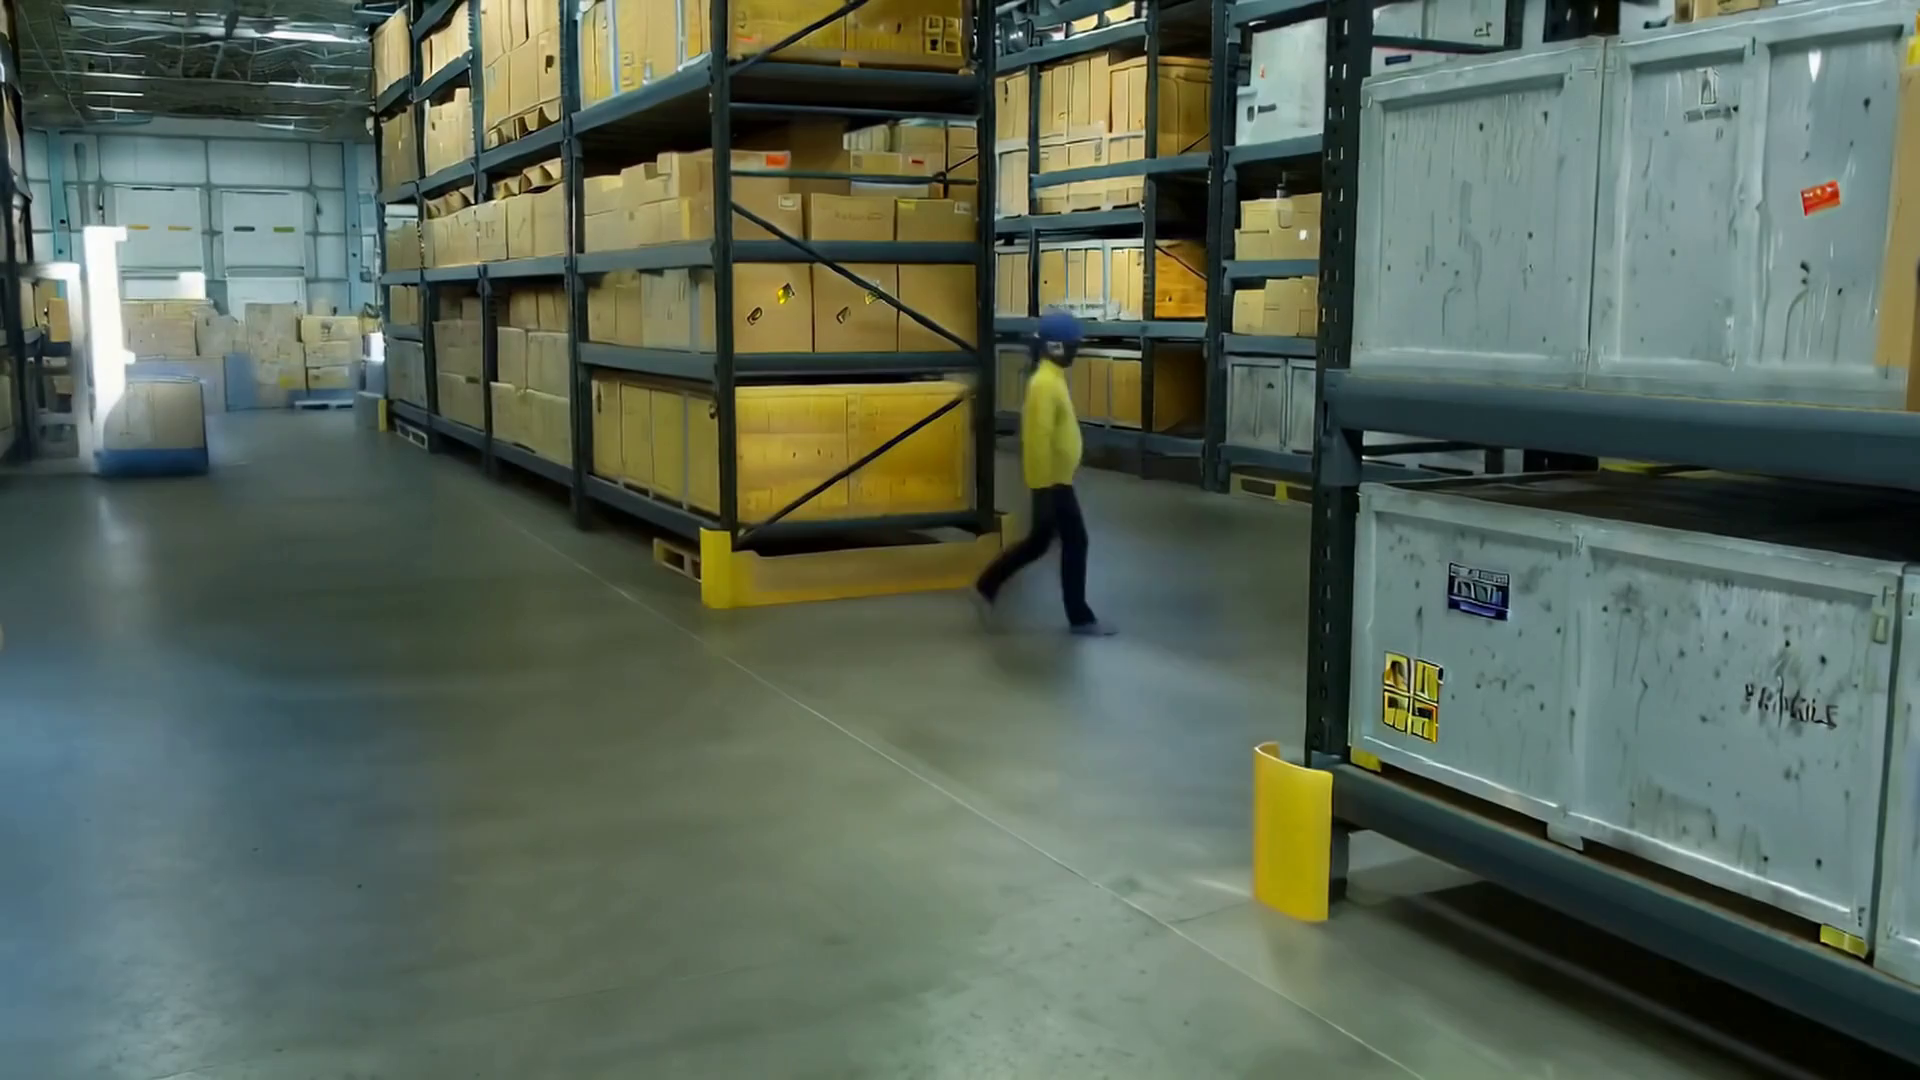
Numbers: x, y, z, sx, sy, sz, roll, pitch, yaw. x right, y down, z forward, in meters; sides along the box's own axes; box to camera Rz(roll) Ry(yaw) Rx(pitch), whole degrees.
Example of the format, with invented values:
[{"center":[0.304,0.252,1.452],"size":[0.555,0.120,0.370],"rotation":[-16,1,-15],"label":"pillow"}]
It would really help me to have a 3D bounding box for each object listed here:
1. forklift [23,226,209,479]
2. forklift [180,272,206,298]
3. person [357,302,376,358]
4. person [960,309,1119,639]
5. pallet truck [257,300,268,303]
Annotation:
[{"center":[-9.732,-2.169,19.042],"size":[1.873,2.768,1.129],"rotation":[-4,9,-26],"label":"forklift"},{"center":[-23.404,-6.797,50.961],"size":[1.873,2.768,1.129],"rotation":[1,8,5],"label":"forklift"},{"center":[-17.954,-6.251,50.426],"size":[0.373,1.940,0.629],"rotation":[6,10,37],"label":"person"},{"center":[0.460,-0.385,9.883],"size":[0.902,1.969,0.617],"rotation":[0,8,3],"label":"person"},{"center":[-23.913,-7.404,58.171],"size":[1.885,1.965,0.823],"rotation":[-1,8,-9],"label":"pallet truck"}]
